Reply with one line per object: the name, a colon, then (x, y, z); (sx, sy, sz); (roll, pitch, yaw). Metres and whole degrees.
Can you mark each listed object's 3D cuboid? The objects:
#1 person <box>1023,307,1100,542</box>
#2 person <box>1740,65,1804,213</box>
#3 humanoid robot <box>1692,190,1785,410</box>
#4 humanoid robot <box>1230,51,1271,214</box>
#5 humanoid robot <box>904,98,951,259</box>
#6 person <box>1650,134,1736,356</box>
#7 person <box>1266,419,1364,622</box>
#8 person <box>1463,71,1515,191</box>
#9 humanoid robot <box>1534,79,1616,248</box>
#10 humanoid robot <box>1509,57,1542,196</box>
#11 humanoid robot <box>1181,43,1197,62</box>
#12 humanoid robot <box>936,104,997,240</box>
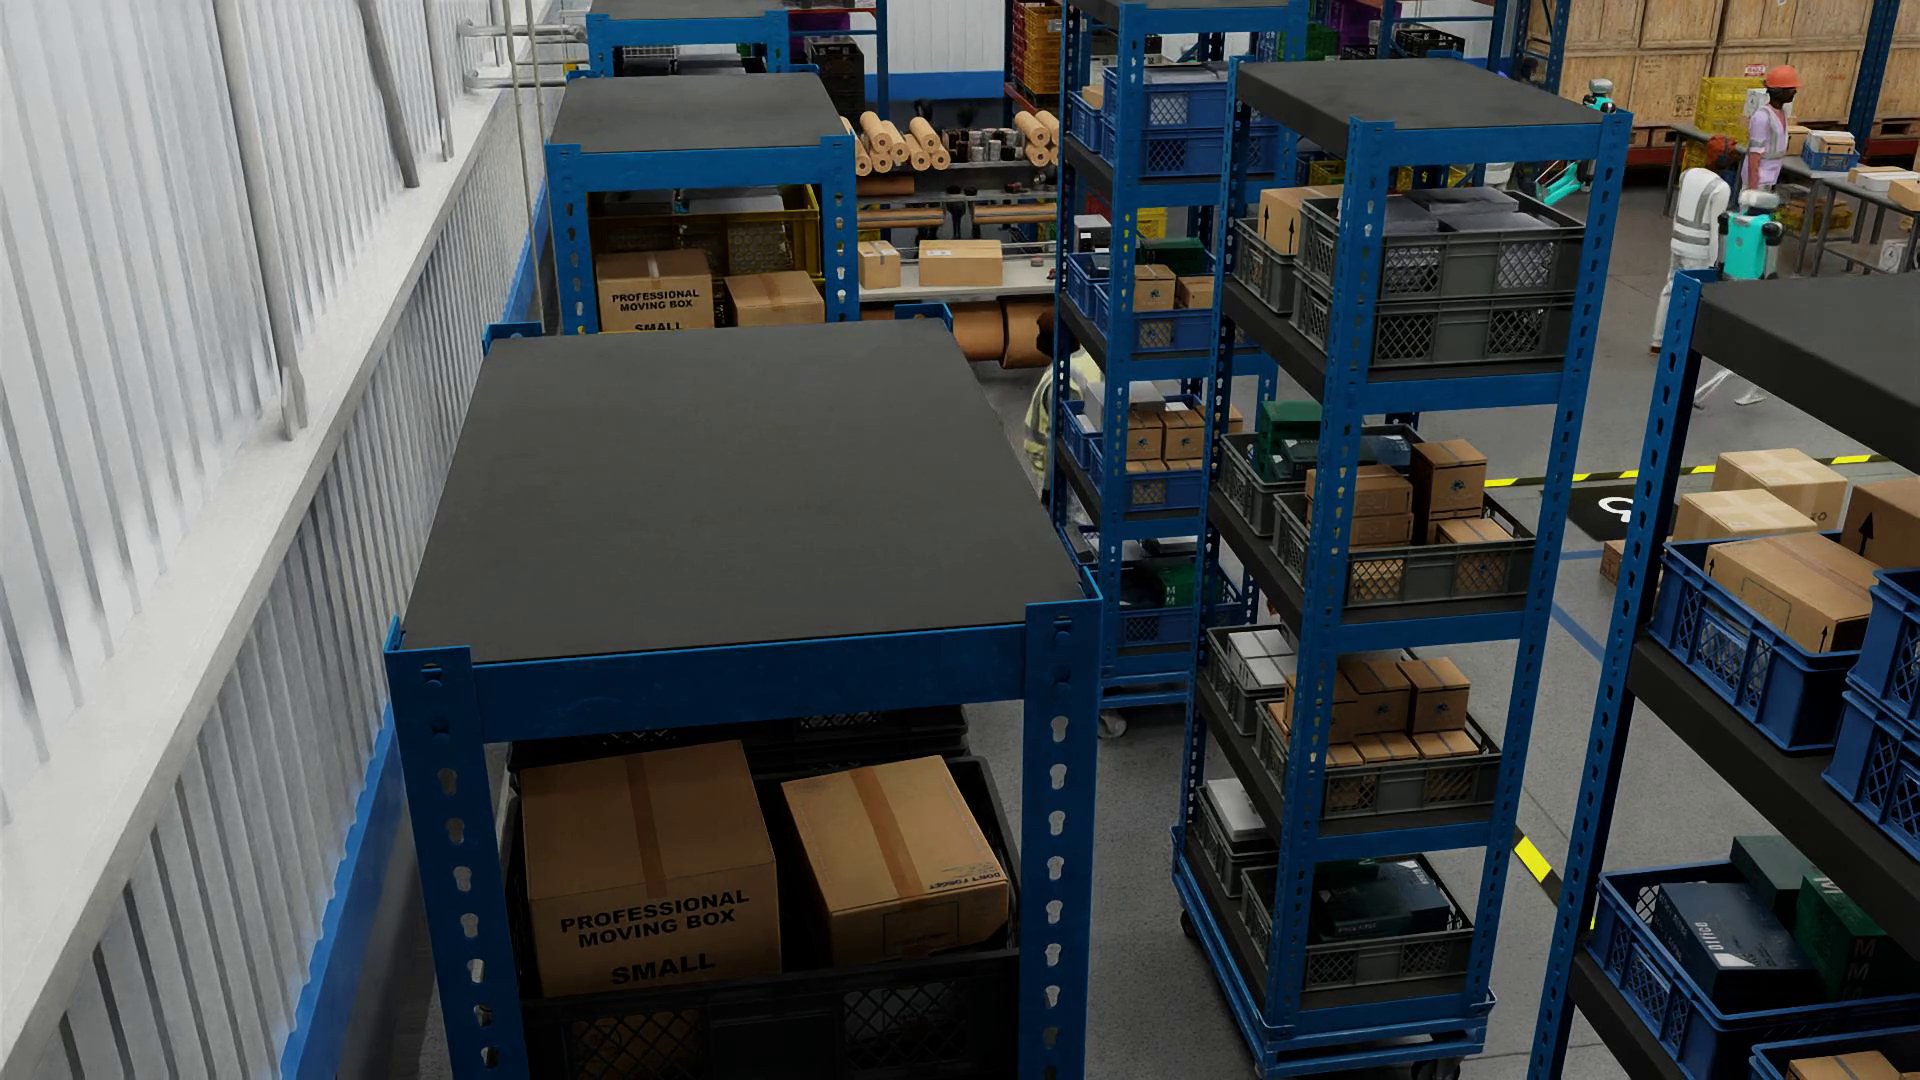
person: (0.565, -0.422, 9.350); (0.429, 1.835, 0.634); (6, 25, 13)
person: (7.484, -3.372, 15.504); (0.365, 2.048, 0.607); (19, 31, 36)
humanoid robot: (5.853, -1.728, 12.287); (1.027, 1.737, 0.558); (-11, 27, -22)
humanoid robot: (3.029, -4.419, 18.076); (0.678, 1.750, 0.551); (-15, 29, -29)
humanoid robot: (-0.323, -3.431, 16.082); (0.602, 1.663, 0.369); (-18, 30, -34)
person: (5.942, -2.336, 13.457); (0.355, 1.879, 0.581); (-5, 25, -11)
person: (1.740, 0.202, 7.964); (0.587, 1.852, 0.380); (-4, 25, -9)
person: (5.013, -3.464, 15.823); (0.613, 1.942, 0.402); (-14, 28, -27)
humanoid robot: (5.977, -3.687, 16.437); (0.741, 1.689, 0.531); (-2, 25, -4)
humanoid robot: (6.240, -4.547, 18.568); (0.611, 1.623, 0.797); (-17, 29, -32)
humanoid robot: (2.346, -4.568, 18.511); (0.676, 1.843, 0.535); (-2, 25, -4)
humanoid robot: (0.073, -3.284, 15.810); (0.609, 1.661, 0.646); (-5, 25, -11)
